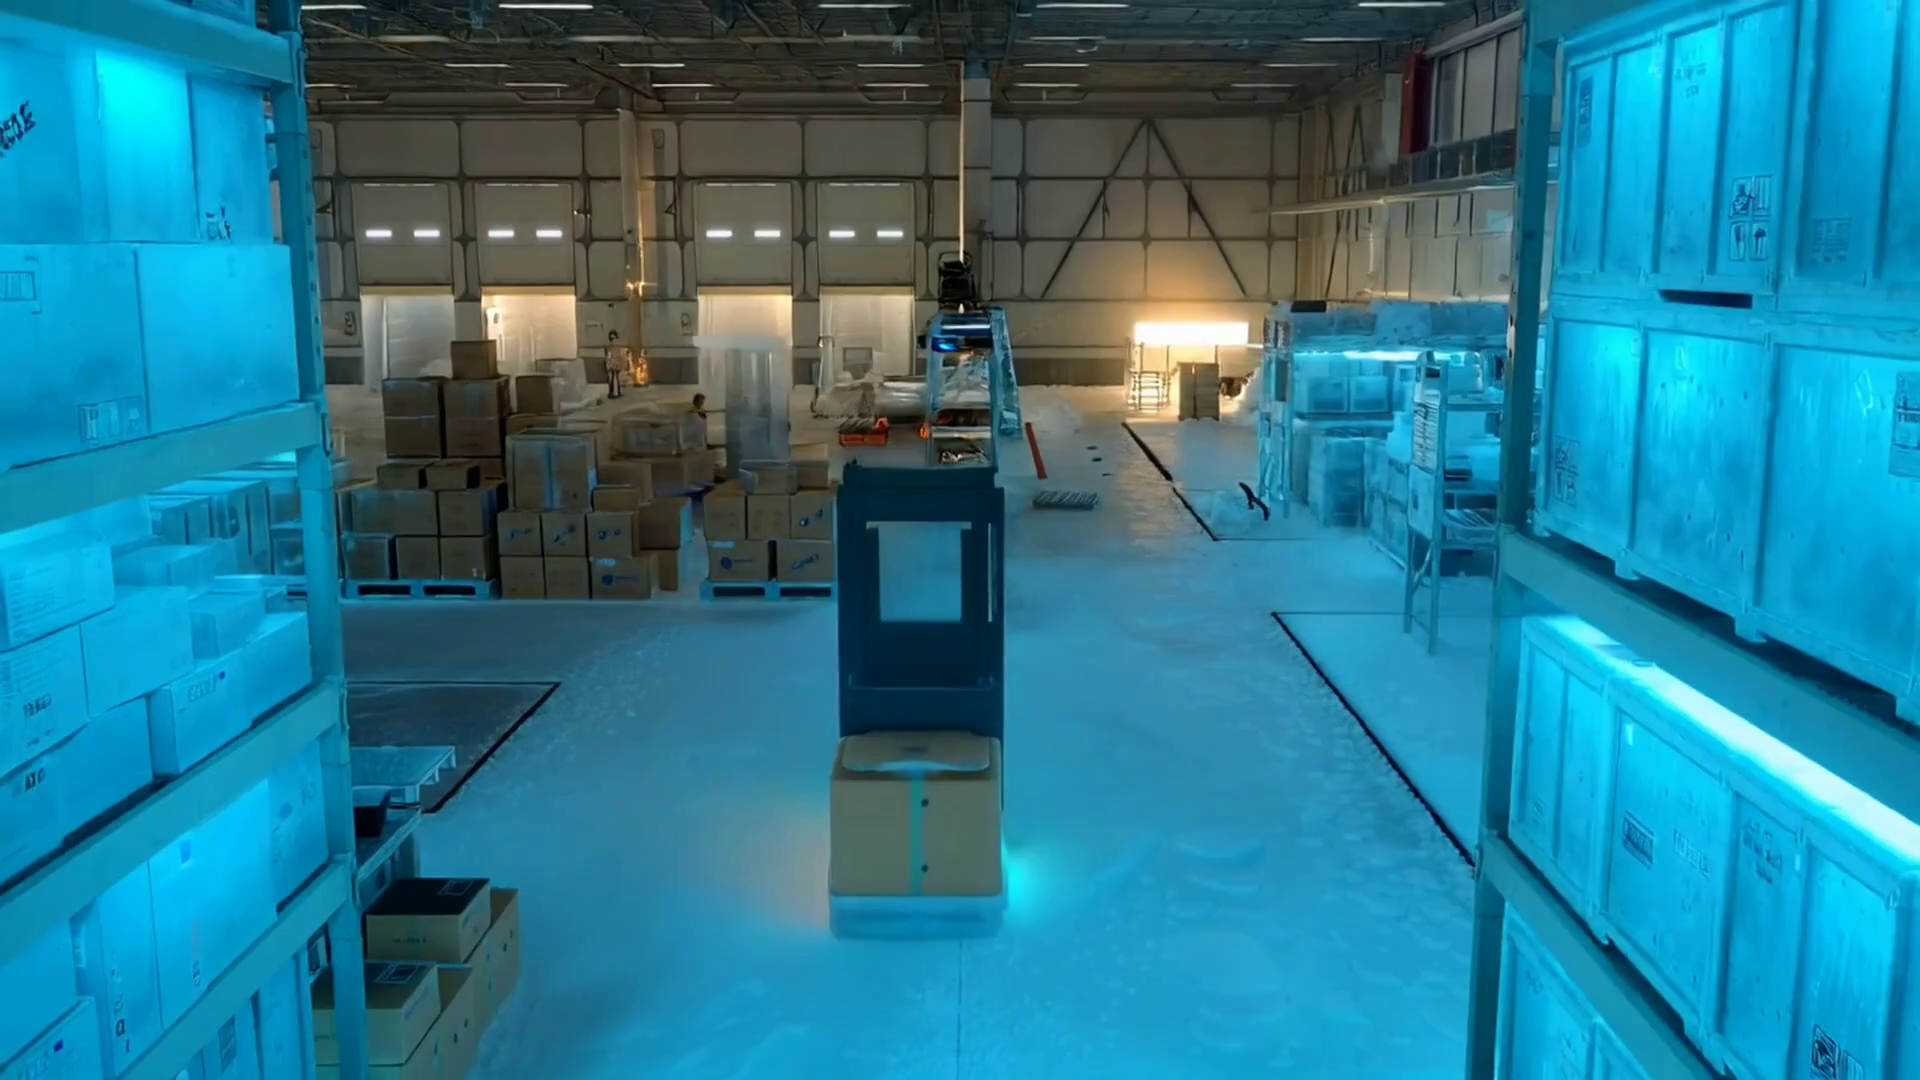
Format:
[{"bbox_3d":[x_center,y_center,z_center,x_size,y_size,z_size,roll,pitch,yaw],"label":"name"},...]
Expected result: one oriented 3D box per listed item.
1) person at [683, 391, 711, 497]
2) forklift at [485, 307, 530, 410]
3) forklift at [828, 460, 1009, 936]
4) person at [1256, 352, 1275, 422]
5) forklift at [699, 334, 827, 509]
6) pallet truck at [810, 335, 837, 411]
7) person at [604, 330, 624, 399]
[{"bbox_3d":[-4.255,-1.432,26.738,0.640,1.919,0.701,9,13,41],"label":"person"},{"bbox_3d":[-10.754,-4.150,39.646,1.129,2.768,1.873,0,10,1],"label":"forklift"},{"bbox_3d":[-0.255,0.882,10.612,1.129,2.768,1.873,0,10,1],"label":"forklift"},{"bbox_3d":[6.907,-3.221,37.033,0.631,1.935,0.368,1,10,3],"label":"person"},{"bbox_3d":[-3.126,-1.901,26.671,1.129,2.768,1.873,9,13,41],"label":"forklift"},{"bbox_3d":[-3.021,-4.312,43.126,1.885,1.965,0.823,3,10,17],"label":"pallet truck"},{"bbox_3d":[-9.772,-4.962,47.050,0.361,1.938,0.546,8,13,40],"label":"person"}]
